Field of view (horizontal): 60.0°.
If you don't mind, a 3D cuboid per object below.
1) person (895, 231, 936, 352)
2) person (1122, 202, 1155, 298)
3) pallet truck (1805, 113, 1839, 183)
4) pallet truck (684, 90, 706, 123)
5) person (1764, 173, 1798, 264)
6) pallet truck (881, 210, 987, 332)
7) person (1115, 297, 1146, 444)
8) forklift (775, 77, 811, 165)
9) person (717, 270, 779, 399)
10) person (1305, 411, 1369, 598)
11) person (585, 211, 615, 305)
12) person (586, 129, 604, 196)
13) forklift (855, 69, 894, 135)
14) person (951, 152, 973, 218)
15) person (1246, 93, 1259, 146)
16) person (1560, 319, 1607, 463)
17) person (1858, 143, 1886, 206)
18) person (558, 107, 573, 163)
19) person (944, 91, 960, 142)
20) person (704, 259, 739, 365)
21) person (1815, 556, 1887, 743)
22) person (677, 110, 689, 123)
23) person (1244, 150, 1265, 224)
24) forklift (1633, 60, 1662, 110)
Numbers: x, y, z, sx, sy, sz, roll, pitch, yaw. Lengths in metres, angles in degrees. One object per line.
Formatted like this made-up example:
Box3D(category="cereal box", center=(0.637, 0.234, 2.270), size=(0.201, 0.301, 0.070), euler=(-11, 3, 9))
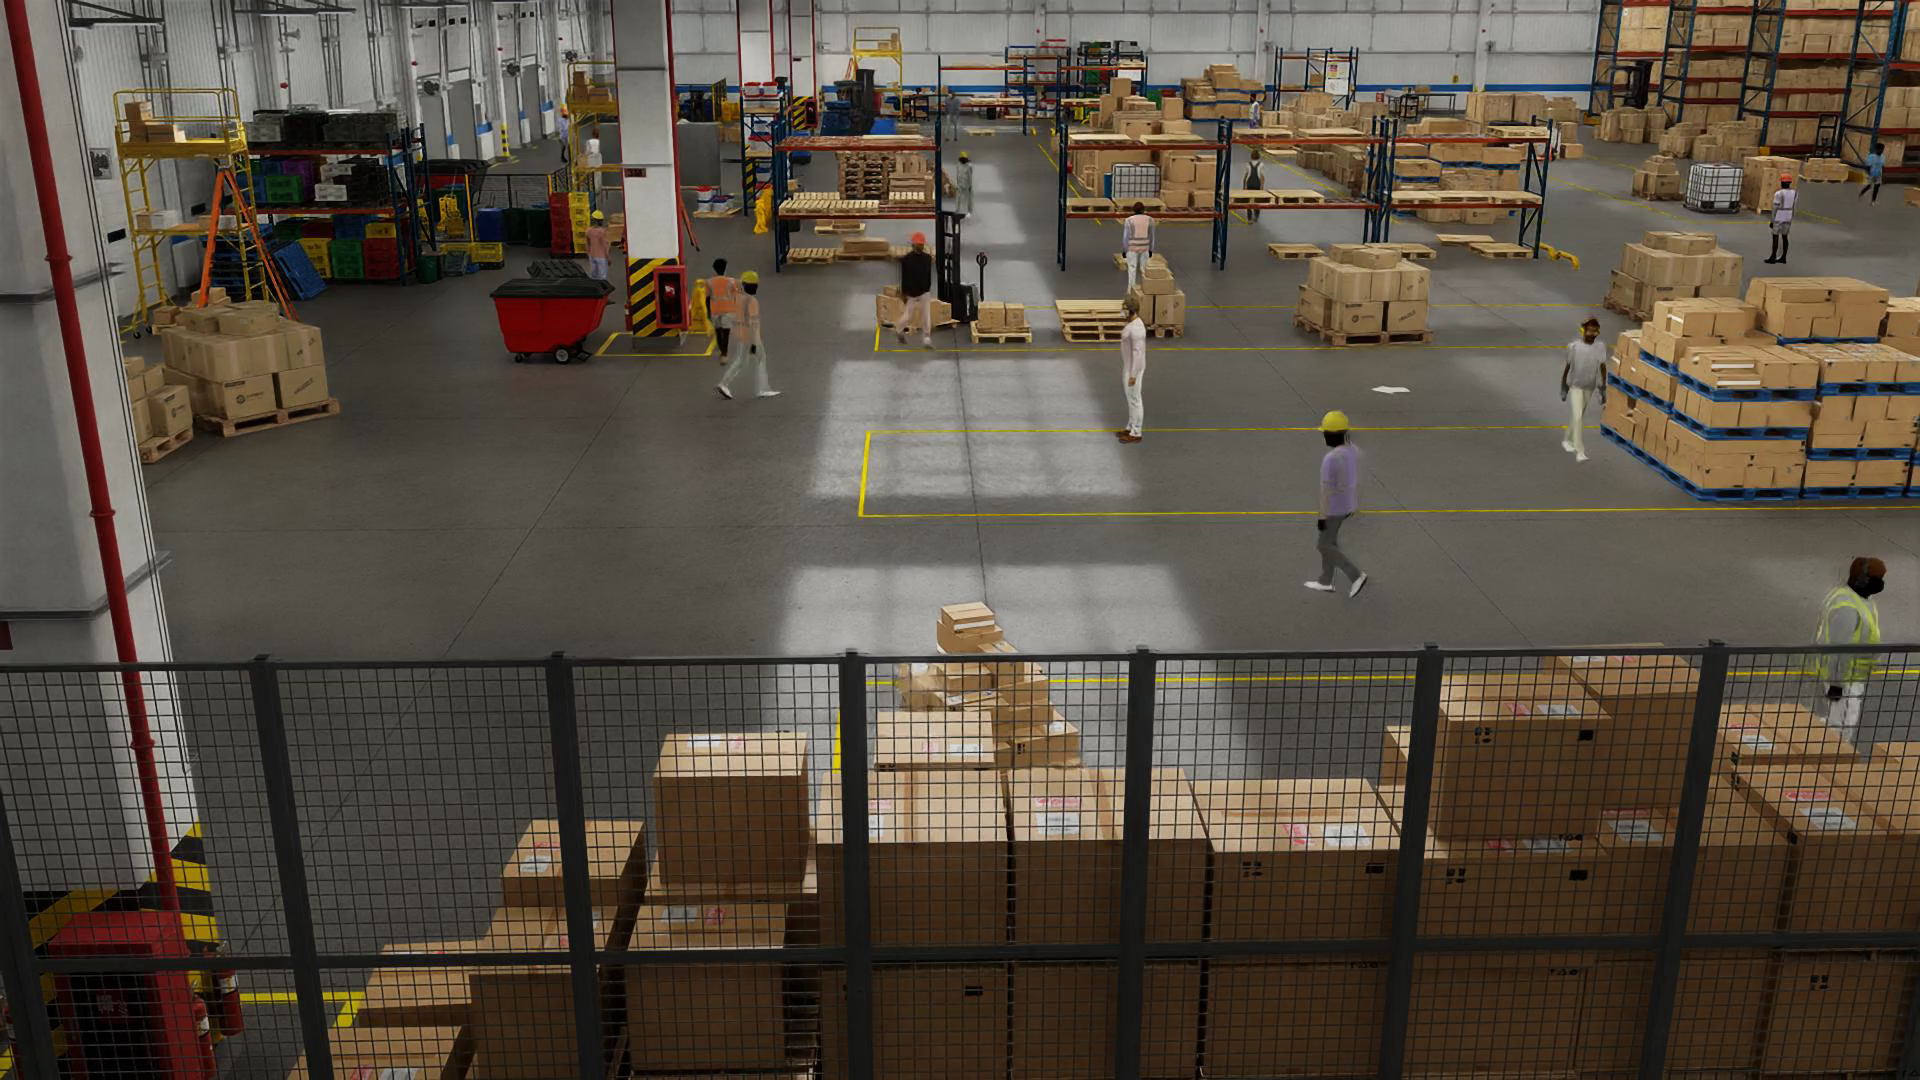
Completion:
Box3D(category="person", center=(-0.749, -4.145, 27.573), size=(0.623, 1.966, 0.918), euler=(-12, 22, -32))
Box3D(category="person", center=(3.424, -5.594, 32.071), size=(0.635, 1.840, 0.429), euler=(-5, 19, -14))
Box3D(category="pallet truck", center=(26.403, -11.957, 50.702), size=(0.823, 1.965, 1.885), euler=(6, 19, 16))
Box3D(category="pallet truck", center=(-9.671, -15.907, 62.421), size=(0.823, 1.965, 1.885), euler=(5, 19, 15))
Box3D(category="person", center=(17.752, -6.941, 35.939), size=(0.540, 1.929, 0.391), euler=(-5, 19, -14))
Box3D(category="pallet truck", center=(-0.493, -4.759, 29.349), size=(1.885, 1.965, 0.823), euler=(-13, 23, -34))
Box3D(category="person", center=(2.274, -2.239, 21.966), size=(0.371, 1.939, 0.629), euler=(0, 19, 1))
Box3D(category="forklift", center=(-5.920, -13.893, 55.085), size=(1.873, 2.768, 1.129), euler=(-1, 19, -1))
Box3D(category="person", center=(-3.129, -2.984, 24.247), size=(0.886, 1.900, 0.594), euler=(-11, 22, -31))
Box3D(category="person", center=(3.742, -0.335, 16.377), size=(0.661, 1.908, 0.587), euler=(14, 23, 35))
Box3D(category="person", center=(-6.807, -5.322, 31.388), size=(0.522, 1.761, 0.327), euler=(10, 21, 28))
Box3D(category="person", center=(-10.298, -10.765, 47.413), size=(0.599, 1.831, 0.976), euler=(3, 19, 9))
Box3D(category="forklift", center=(-3.395, -15.525, 59.928), size=(1.873, 2.768, 1.129), euler=(-10, 21, -26))
Box3D(category="person", center=(0.083, -9.107, 42.701), size=(0.505, 1.687, 0.889), euler=(10, 21, 27))
Box3D(category="person", center=(10.807, -15.464, 61.249), size=(0.394, 1.911, 0.584), euler=(-3, 19, -9))
Box3D(category="person", center=(7.974, -1.933, 21.260), size=(0.493, 1.815, 0.995), euler=(0, 19, -1))
Box3D(category="person", center=(24.827, -9.940, 45.192), size=(0.545, 1.685, 0.545), euler=(-2, 19, -5))
Box3D(category="person", center=(-13.173, -13.487, 55.467), size=(0.558, 1.875, 0.973), euler=(-10, 21, -28))
Box3D(category="person", center=(-0.315, -16.063, 63.033), size=(0.651, 1.889, 0.978), euler=(6, 20, 17))
Box3D(category="person", center=(-3.797, -3.679, 26.665), size=(0.538, 1.645, 0.884), euler=(1, 19, 4))
Box3D(category="person", center=(6.652, 0.980, 12.592), size=(0.535, 1.822, 0.642), euler=(14, 23, 37))
Box3D(category="person", center=(-8.822, -12.694, 52.983), size=(0.354, 1.936, 0.635), euler=(6, 20, 18))
Box3D(category="person", center=(7.436, -8.921, 41.998), size=(0.537, 1.797, 0.932), euler=(5, 19, 15))
Box3D(category="forklift", center=(27.085, -17.638, 66.194), size=(1.873, 2.768, 1.129), euler=(-1, 19, -2))
